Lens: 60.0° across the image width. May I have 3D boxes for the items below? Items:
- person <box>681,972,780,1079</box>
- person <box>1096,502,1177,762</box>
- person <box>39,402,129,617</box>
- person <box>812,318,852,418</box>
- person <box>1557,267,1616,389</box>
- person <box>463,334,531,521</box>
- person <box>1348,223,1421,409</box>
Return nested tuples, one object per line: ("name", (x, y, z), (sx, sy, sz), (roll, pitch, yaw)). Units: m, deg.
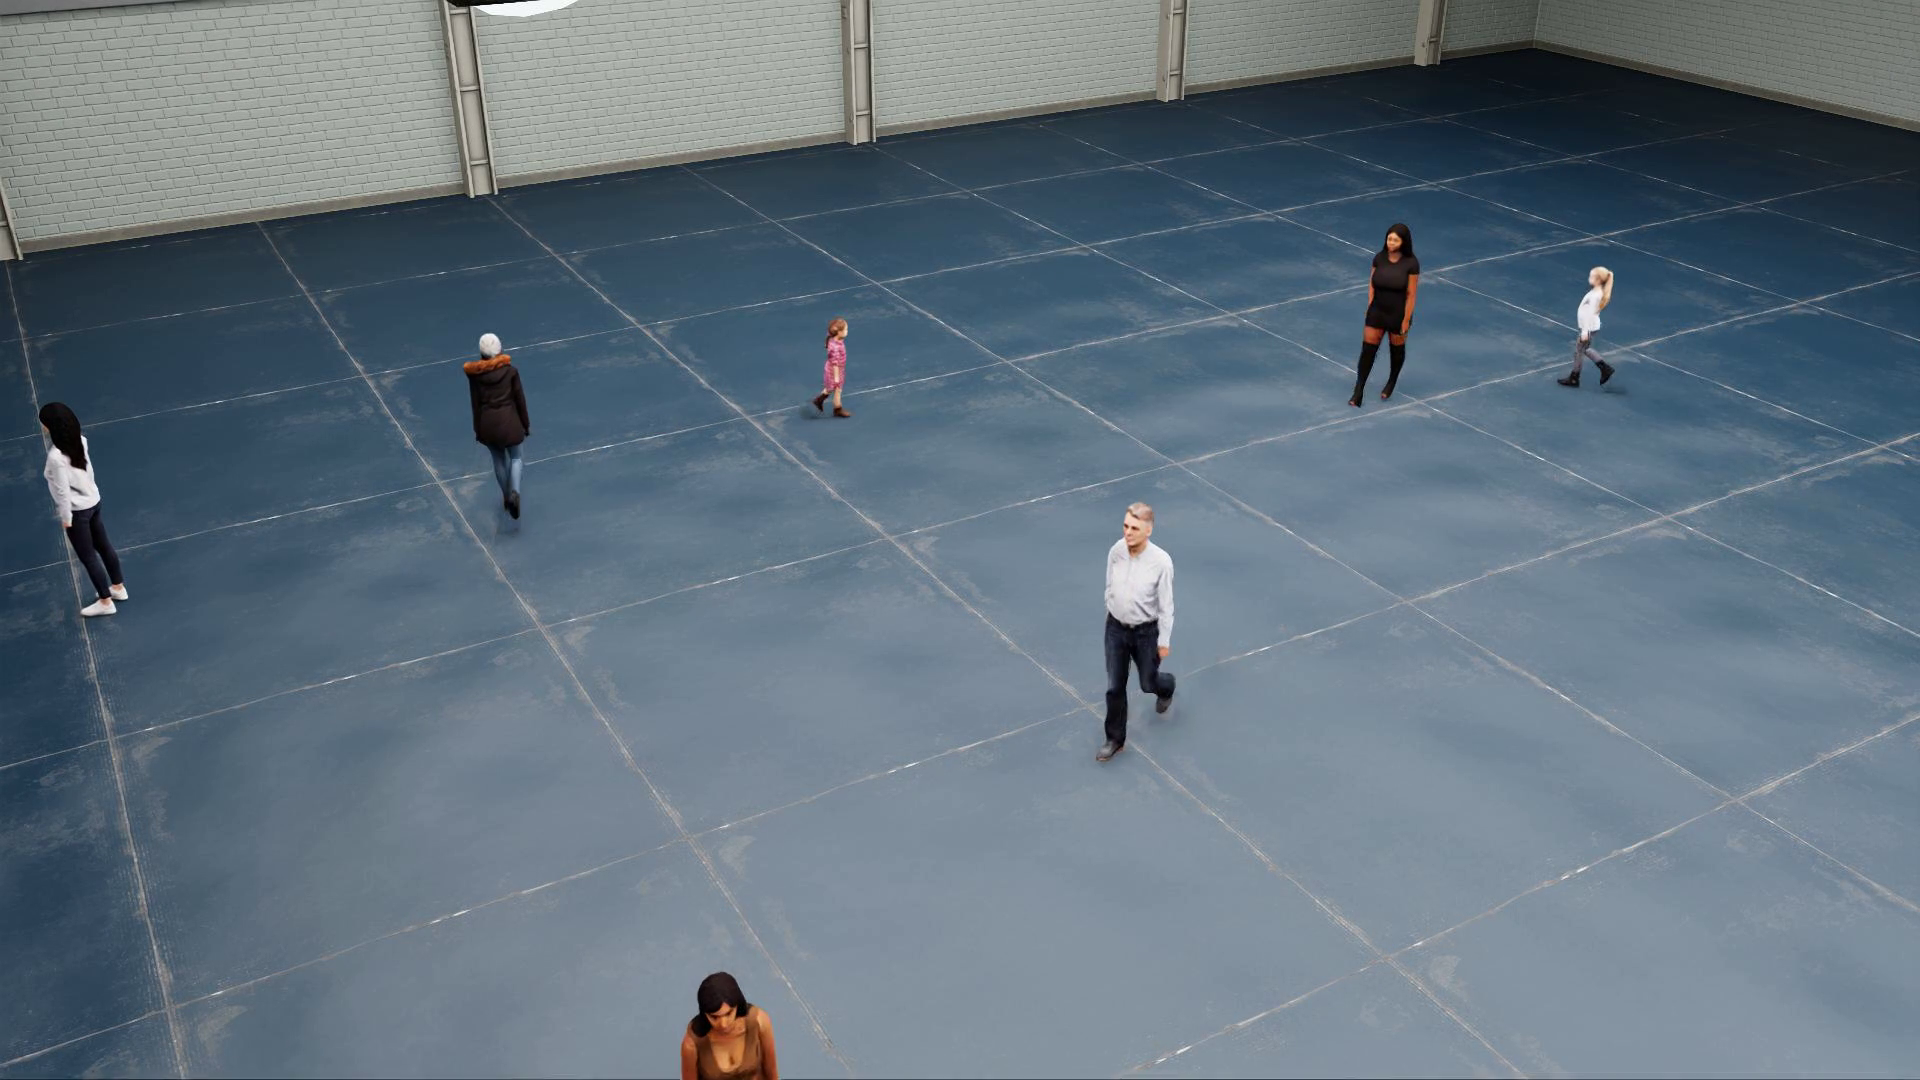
("person", (-1.015, 2.467, 7.358), (0.823, 1.657, 0.698), (-13, 30, -23))
("person", (1.192, 0.556, 10.913), (0.949, 1.800, 1.182), (18, 32, 31))
("person", (-6.646, -0.248, 12.585), (0.690, 1.700, 0.691), (-2, 27, -3))
("person", (-1.249, -1.655, 16.069), (0.664, 1.010, 0.556), (-3, 27, -6))
("person", (6.370, -2.115, 16.682), (0.756, 1.267, 0.766), (15, 31, 26))
("person", (-3.870, -0.938, 14.009), (0.943, 1.621, 0.879), (-5, 28, -10))
("person", (4.241, -2.203, 16.255), (0.967, 1.815, 1.189), (18, 32, 31))
